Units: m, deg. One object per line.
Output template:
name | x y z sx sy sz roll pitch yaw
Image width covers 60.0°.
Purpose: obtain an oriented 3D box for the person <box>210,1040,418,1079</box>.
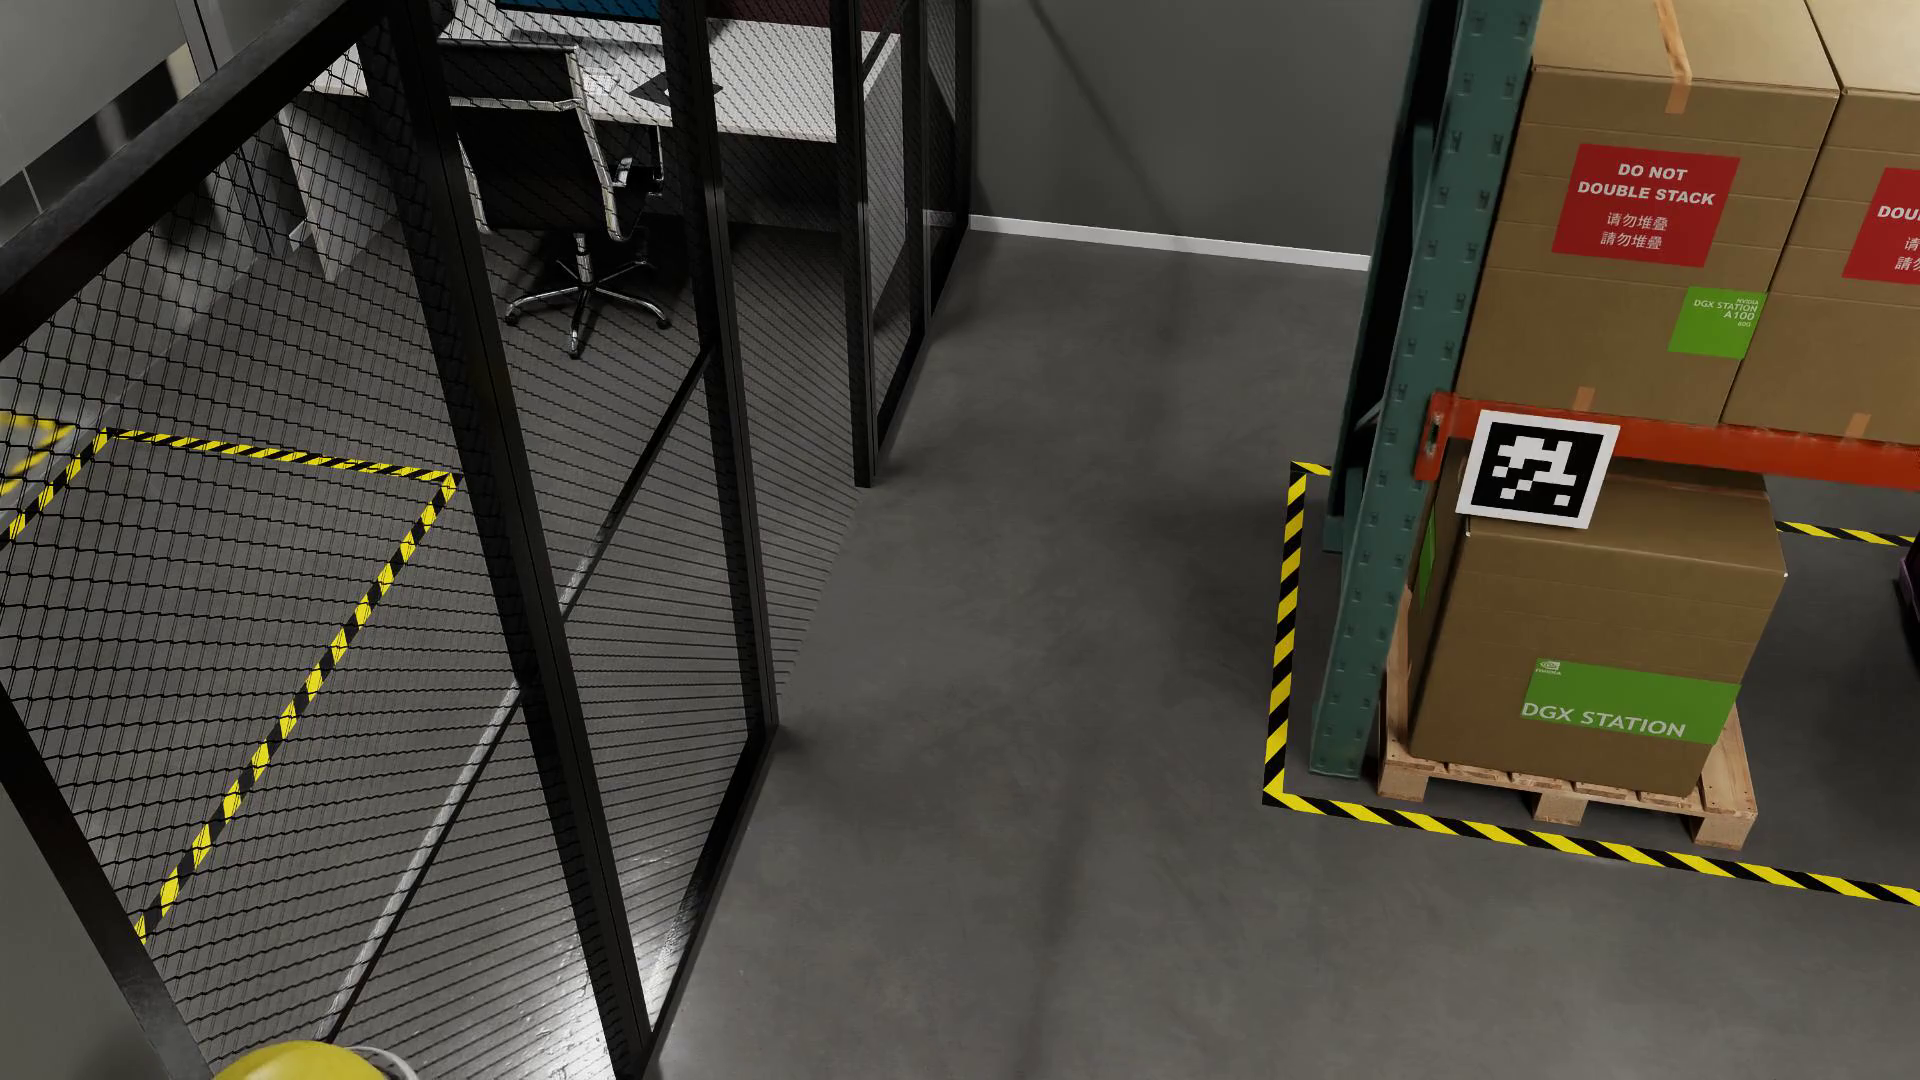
person | -0.677 1.220 2.173 0.590 1.833 0.404 12 42 14
